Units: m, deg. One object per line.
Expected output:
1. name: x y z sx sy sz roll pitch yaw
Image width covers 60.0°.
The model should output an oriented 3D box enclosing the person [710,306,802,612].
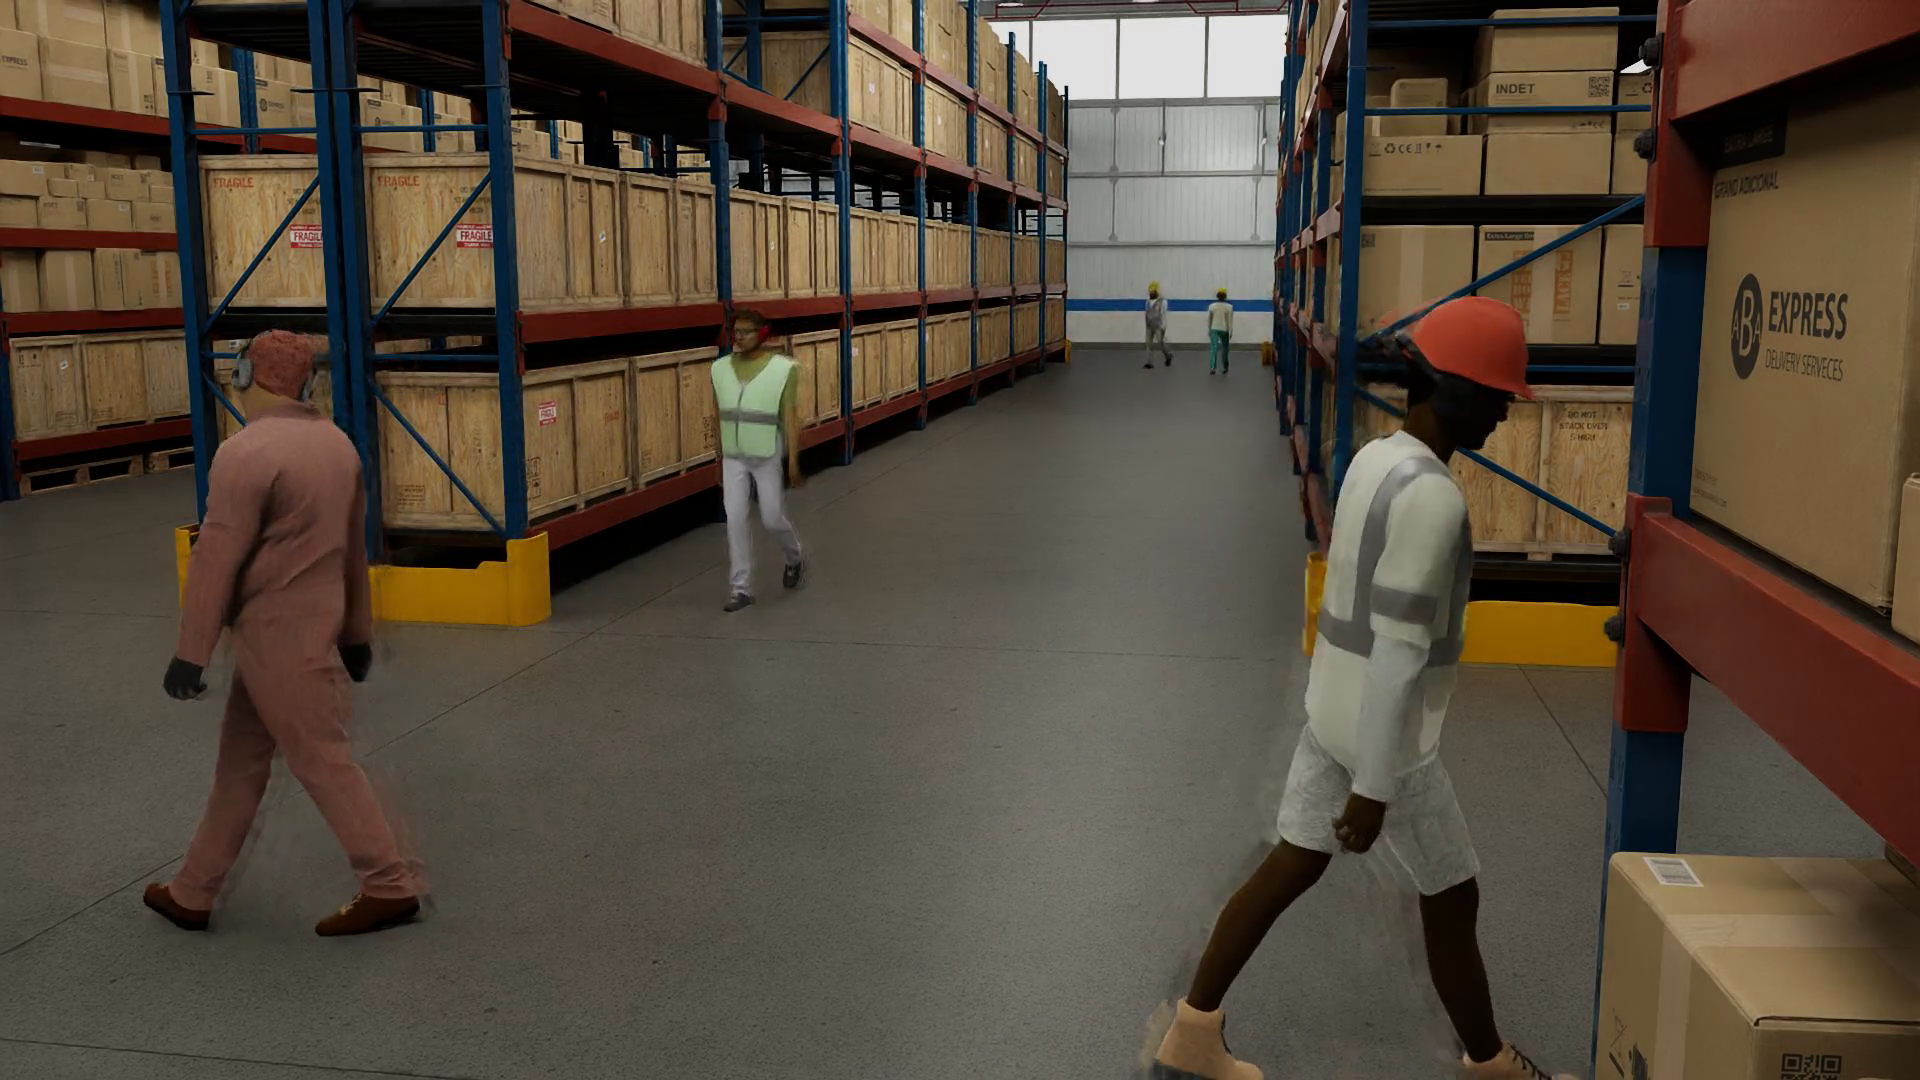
1. person: -1.223 -0.512 10.143 0.570 1.824 0.766 3 10 18

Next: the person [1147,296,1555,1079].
1. person: 0.957 0.426 3.879 1.082 1.979 0.685 0 9 -1

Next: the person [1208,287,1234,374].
1. person: 5.179 -4.168 33.130 0.526 1.724 0.891 3 10 18

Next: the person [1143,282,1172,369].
1. person: 4.145 -4.504 34.929 0.639 1.818 0.595 -9 13 -43

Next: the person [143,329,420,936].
1. person: -2.105 0.293 5.078 0.891 1.842 0.624 -1 9 -4
